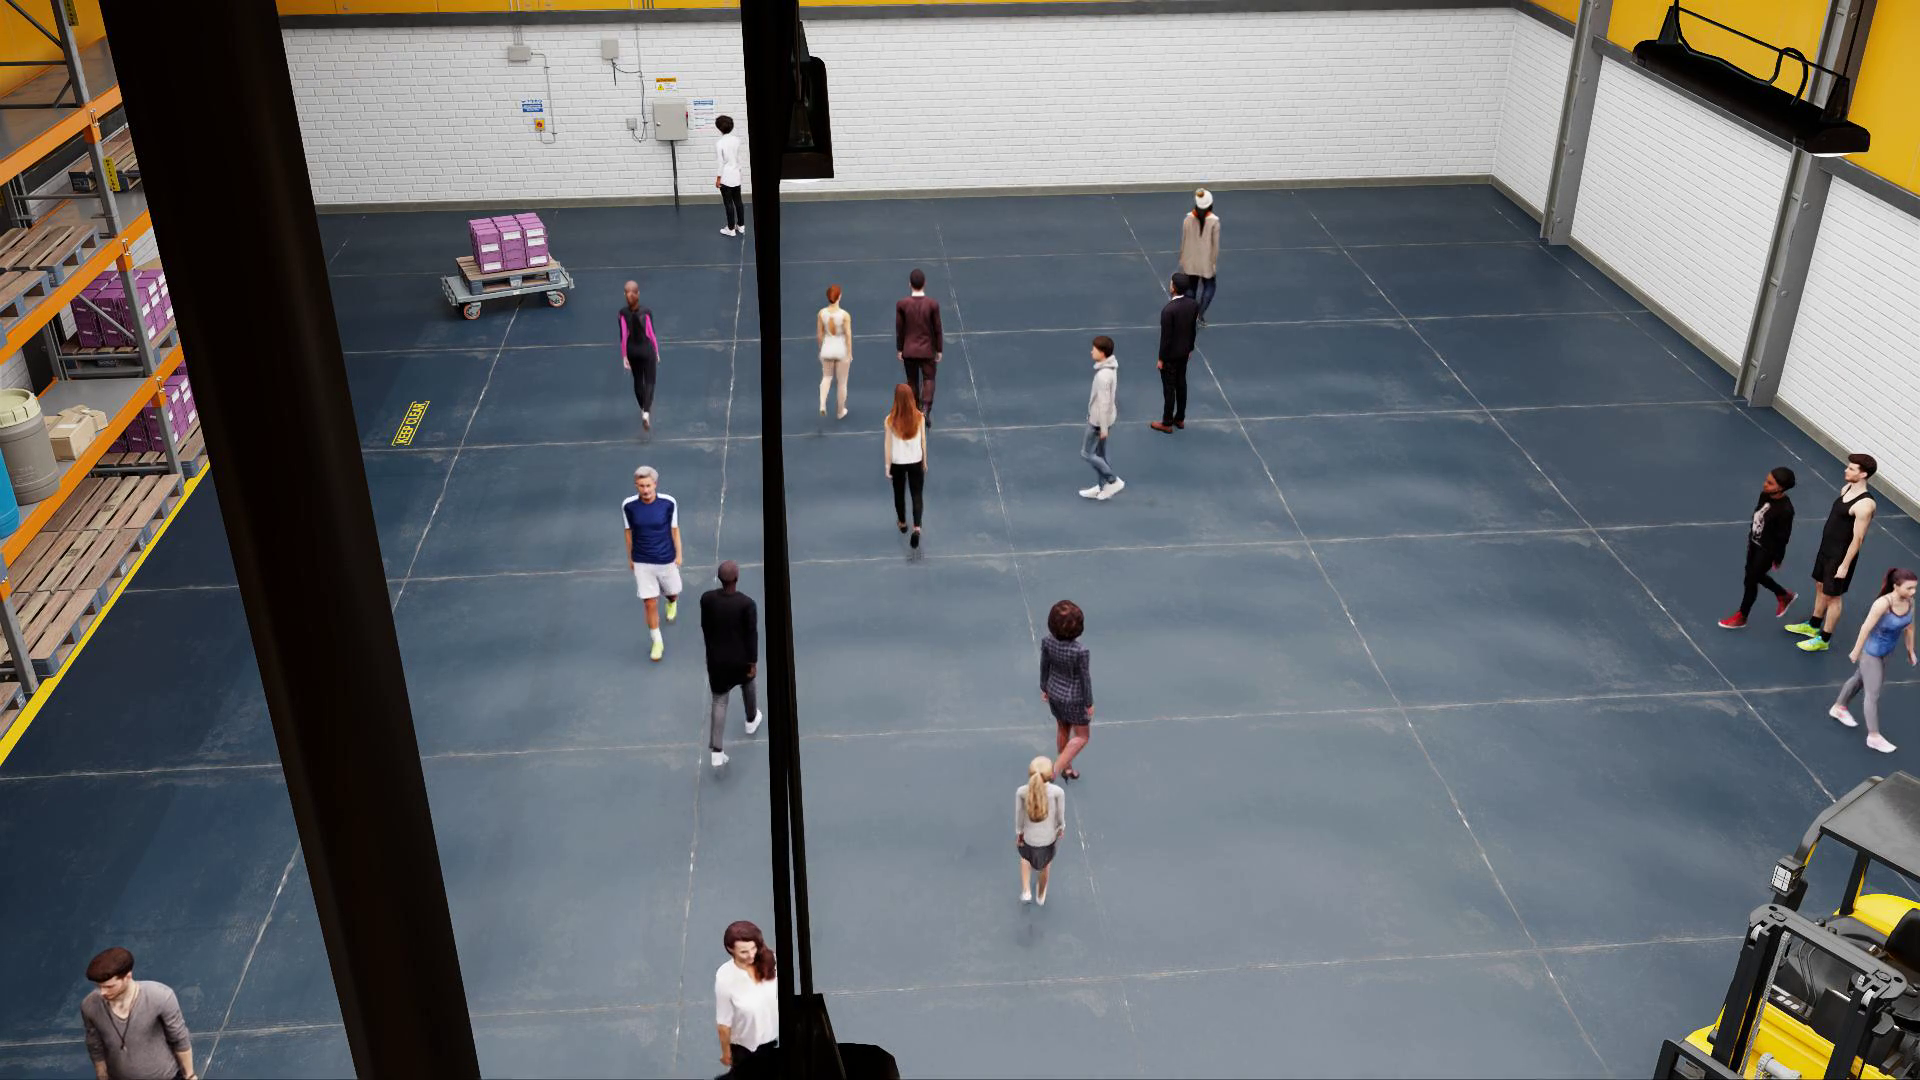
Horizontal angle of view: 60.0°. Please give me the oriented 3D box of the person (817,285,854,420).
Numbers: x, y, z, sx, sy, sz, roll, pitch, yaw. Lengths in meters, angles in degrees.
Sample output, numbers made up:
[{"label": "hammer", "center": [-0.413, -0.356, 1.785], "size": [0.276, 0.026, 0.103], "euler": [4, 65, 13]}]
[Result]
[{"label": "person", "center": [-1.457, -2.114, 19.075], "size": [0.659, 1.636, 0.761], "euler": [7, 29, 13]}]

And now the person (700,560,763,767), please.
[{"label": "person", "center": [-1.871, 1.002, 13.269], "size": [0.809, 1.726, 1.200], "euler": [3, 29, 6]}]

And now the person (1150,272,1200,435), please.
[{"label": "person", "center": [2.443, -2.127, 18.841], "size": [0.772, 1.884, 0.781], "euler": [-22, 36, -35]}]

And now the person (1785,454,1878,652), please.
[{"label": "person", "center": [7.799, 0.099, 14.752], "size": [0.773, 1.892, 0.577], "euler": [2, 29, 4]}]

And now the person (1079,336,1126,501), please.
[{"label": "person", "center": [1.550, -1.242, 17.264], "size": [0.824, 1.840, 0.736], "euler": [4, 29, 7]}]

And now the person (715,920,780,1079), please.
[{"label": "person", "center": [-1.261, 2.895, 9.764], "size": [1.141, 1.760, 1.062], "euler": [23, 36, 35]}]

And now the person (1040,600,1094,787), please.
[{"label": "person", "center": [0.788, 1.268, 12.827], "size": [0.882, 1.682, 0.939], "euler": [23, 36, 35]}]

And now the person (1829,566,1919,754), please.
[{"label": "person", "center": [7.459, 0.883, 13.642], "size": [0.790, 1.578, 1.011], "euler": [-14, 32, -24]}]

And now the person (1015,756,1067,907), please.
[{"label": "person", "center": [0.559, 2.088, 11.758], "size": [0.566, 1.266, 0.632], "euler": [3, 29, 6]}]

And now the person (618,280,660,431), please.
[{"label": "person", "center": [-3.637, -2.075, 18.911], "size": [0.601, 1.725, 1.063], "euler": [-1, 29, -2]}]

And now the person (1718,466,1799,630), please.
[{"label": "person", "center": [7.369, 0.072, 15.057], "size": [0.638, 1.646, 0.863], "euler": [-3, 29, -5]}]

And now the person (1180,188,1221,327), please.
[{"label": "person", "center": [3.074, -3.637, 21.616], "size": [0.848, 1.878, 0.894], "euler": [13, 31, 23]}]

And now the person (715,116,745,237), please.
[{"label": "person", "center": [-3.472, -5.512, 25.125], "size": [0.760, 1.809, 0.714], "euler": [25, 37, 38]}]

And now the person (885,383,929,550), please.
[{"label": "person", "center": [-0.508, -0.723, 16.458], "size": [0.594, 1.702, 1.006], "euler": [-4, 29, -7]}]

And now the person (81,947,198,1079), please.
[{"label": "person", "center": [-4.583, 3.020, 9.387], "size": [0.692, 1.901, 0.566], "euler": [-3, 29, -6]}]

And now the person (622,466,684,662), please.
[{"label": "person", "center": [-2.709, 0.129, 14.773], "size": [0.660, 1.819, 1.018], "euler": [-3, 29, -6]}]

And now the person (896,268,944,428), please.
[{"label": "person", "center": [-0.468, -2.137, 18.890], "size": [0.773, 1.854, 0.969], "euler": [2, 29, 4]}]
